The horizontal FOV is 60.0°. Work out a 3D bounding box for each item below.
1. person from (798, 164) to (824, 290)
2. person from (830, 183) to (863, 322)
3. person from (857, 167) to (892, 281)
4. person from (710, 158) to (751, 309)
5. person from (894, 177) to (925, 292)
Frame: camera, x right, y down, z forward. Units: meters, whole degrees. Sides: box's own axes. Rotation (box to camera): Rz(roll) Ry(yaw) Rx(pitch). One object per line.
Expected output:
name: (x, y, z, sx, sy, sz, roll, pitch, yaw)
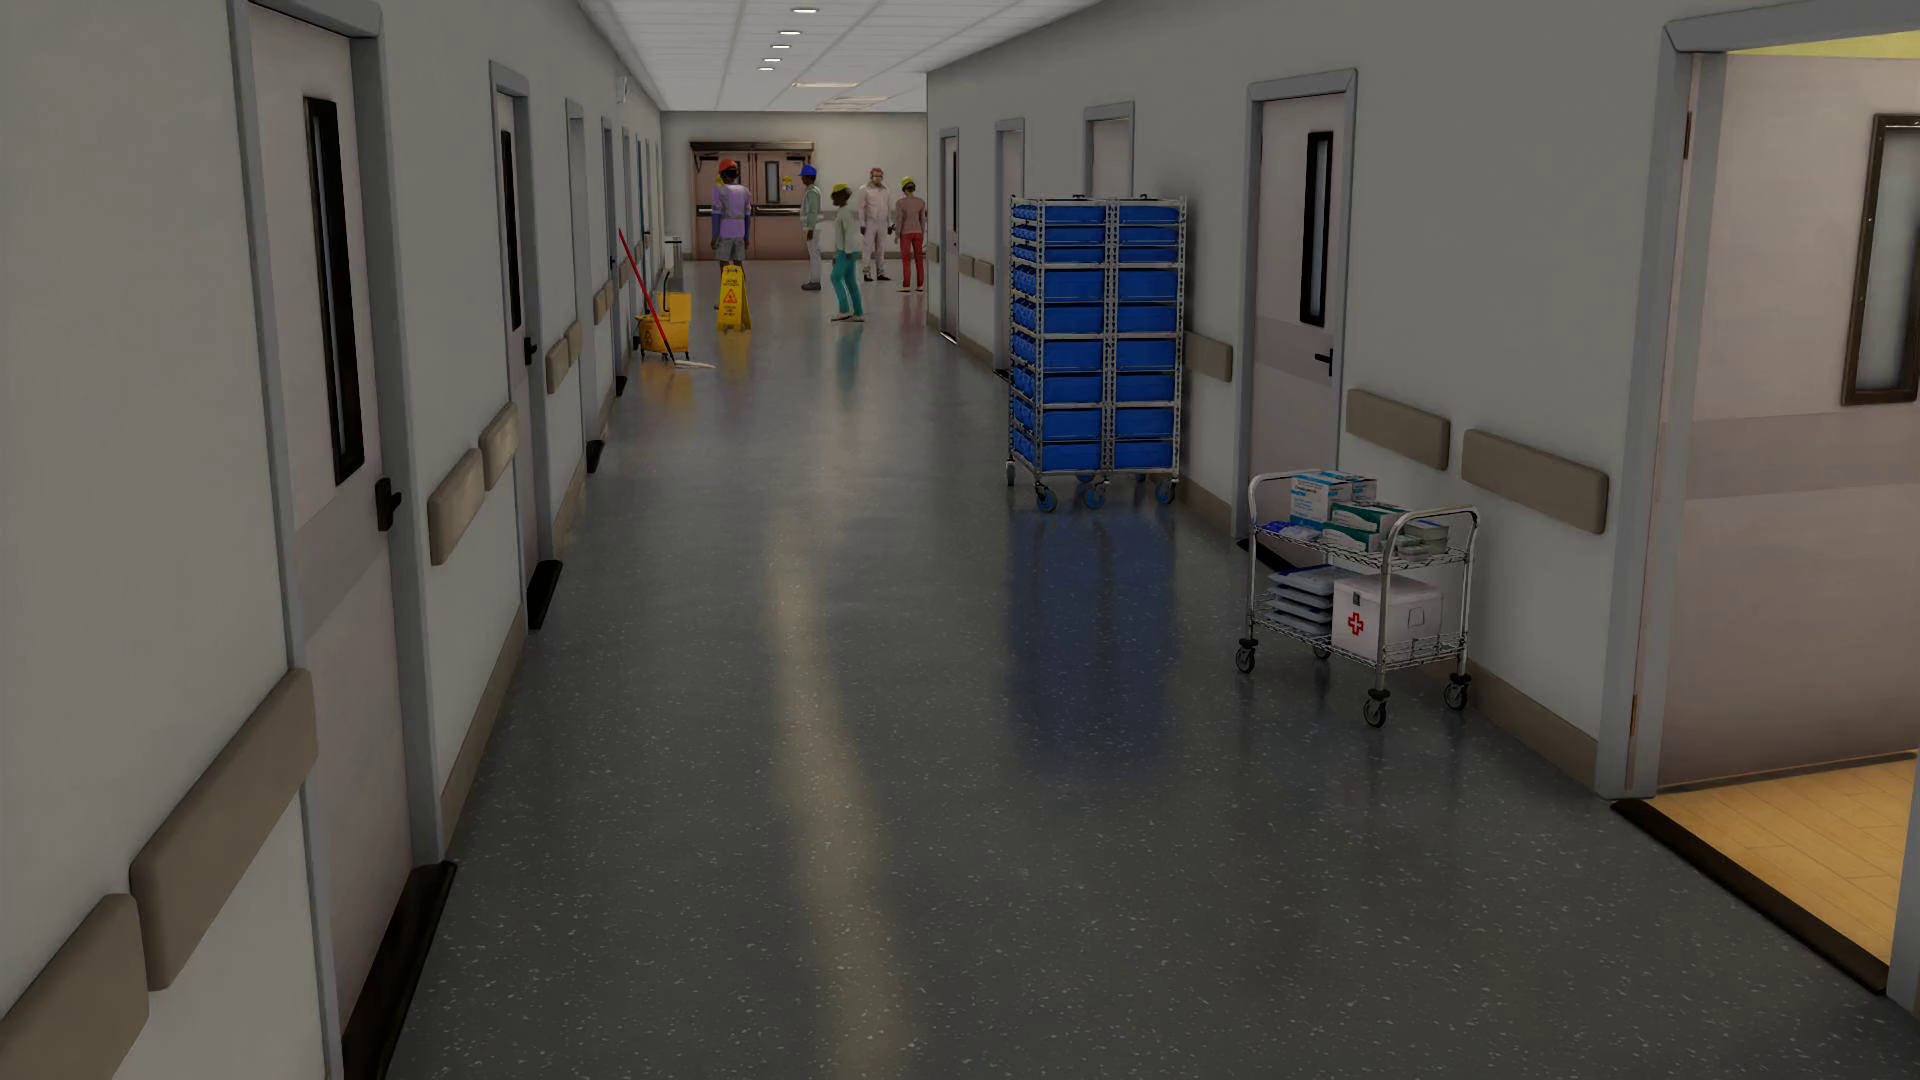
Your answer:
person: (-2.335, -4.907, 26.146, 0.389, 1.949, 0.604, -1, 13, -4)
person: (-1.439, -3.566, 20.727, 0.484, 1.715, 0.607, 0, 13, -1)
person: (-1.422, -5.351, 28.230, 0.636, 1.903, 0.405, -9, 16, -36)
person: (-3.128, -4.148, 22.609, 0.613, 2.029, 0.407, -12, 17, -43)
person: (-0.781, -4.718, 25.738, 0.524, 1.760, 0.327, -8, 15, -30)
